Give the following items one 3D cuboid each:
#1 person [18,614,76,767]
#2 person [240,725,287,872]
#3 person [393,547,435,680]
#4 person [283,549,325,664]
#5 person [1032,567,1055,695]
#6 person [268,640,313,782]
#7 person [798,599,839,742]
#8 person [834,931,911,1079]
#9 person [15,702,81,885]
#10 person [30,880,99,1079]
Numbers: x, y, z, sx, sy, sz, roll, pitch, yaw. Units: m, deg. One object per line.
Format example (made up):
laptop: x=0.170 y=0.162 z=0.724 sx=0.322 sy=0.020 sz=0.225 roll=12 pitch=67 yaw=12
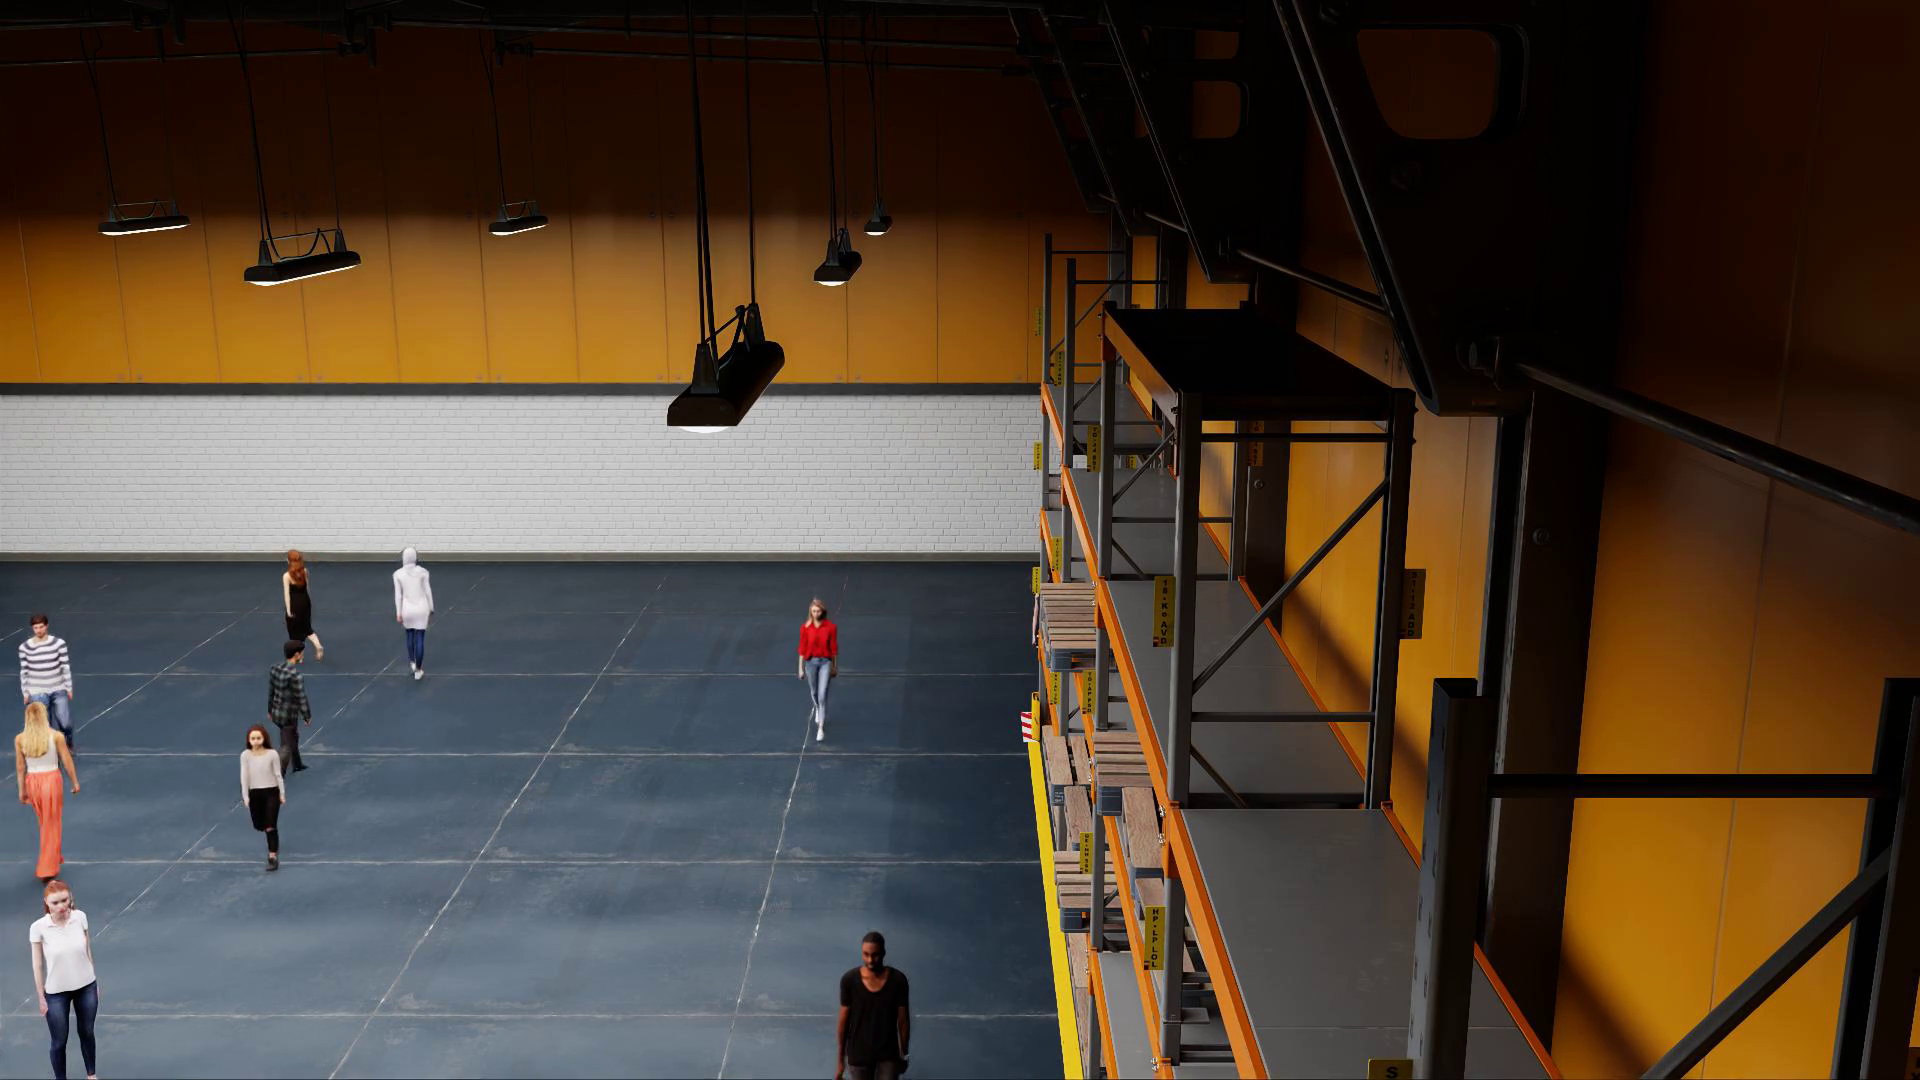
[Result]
person: x=-10.430 y=1.708 z=19.024 sx=0.797 sy=1.838 sz=0.861 roll=-6 pitch=15 yaw=-22
person: x=-6.883 y=2.512 z=16.485 sx=0.652 sy=1.471 sz=0.870 roll=-3 pitch=14 yaw=-12
person: x=-7.265 y=0.997 z=22.140 sx=0.712 sy=1.753 sz=0.932 roll=-2 pitch=14 yaw=-9
person: x=-8.981 y=0.927 z=22.729 sx=0.852 sy=1.612 sz=0.844 roll=8 pitch=16 yaw=30
person: x=1.161 y=1.180 z=21.411 sx=0.673 sy=1.742 sz=0.690 roll=8 pitch=16 yaw=30
person: x=-7.643 y=1.968 z=18.675 sx=0.957 sy=1.691 sz=1.007 roll=8 pitch=16 yaw=31
person: x=-1.709 y=1.527 z=20.140 sx=0.633 sy=1.665 sz=1.118 roll=0 pitch=14 yaw=0
person: x=-0.588 y=3.530 z=11.598 sx=0.674 sy=1.791 sz=0.633 roll=2 pitch=14 yaw=6
person: x=-8.857 y=2.461 z=16.030 sx=0.665 sy=1.783 sz=0.863 roll=-1 pitch=14 yaw=-4
person: x=-6.658 y=3.359 z=12.416 sx=0.709 sy=1.740 sz=0.646 roll=13 pitch=19 yaw=42
